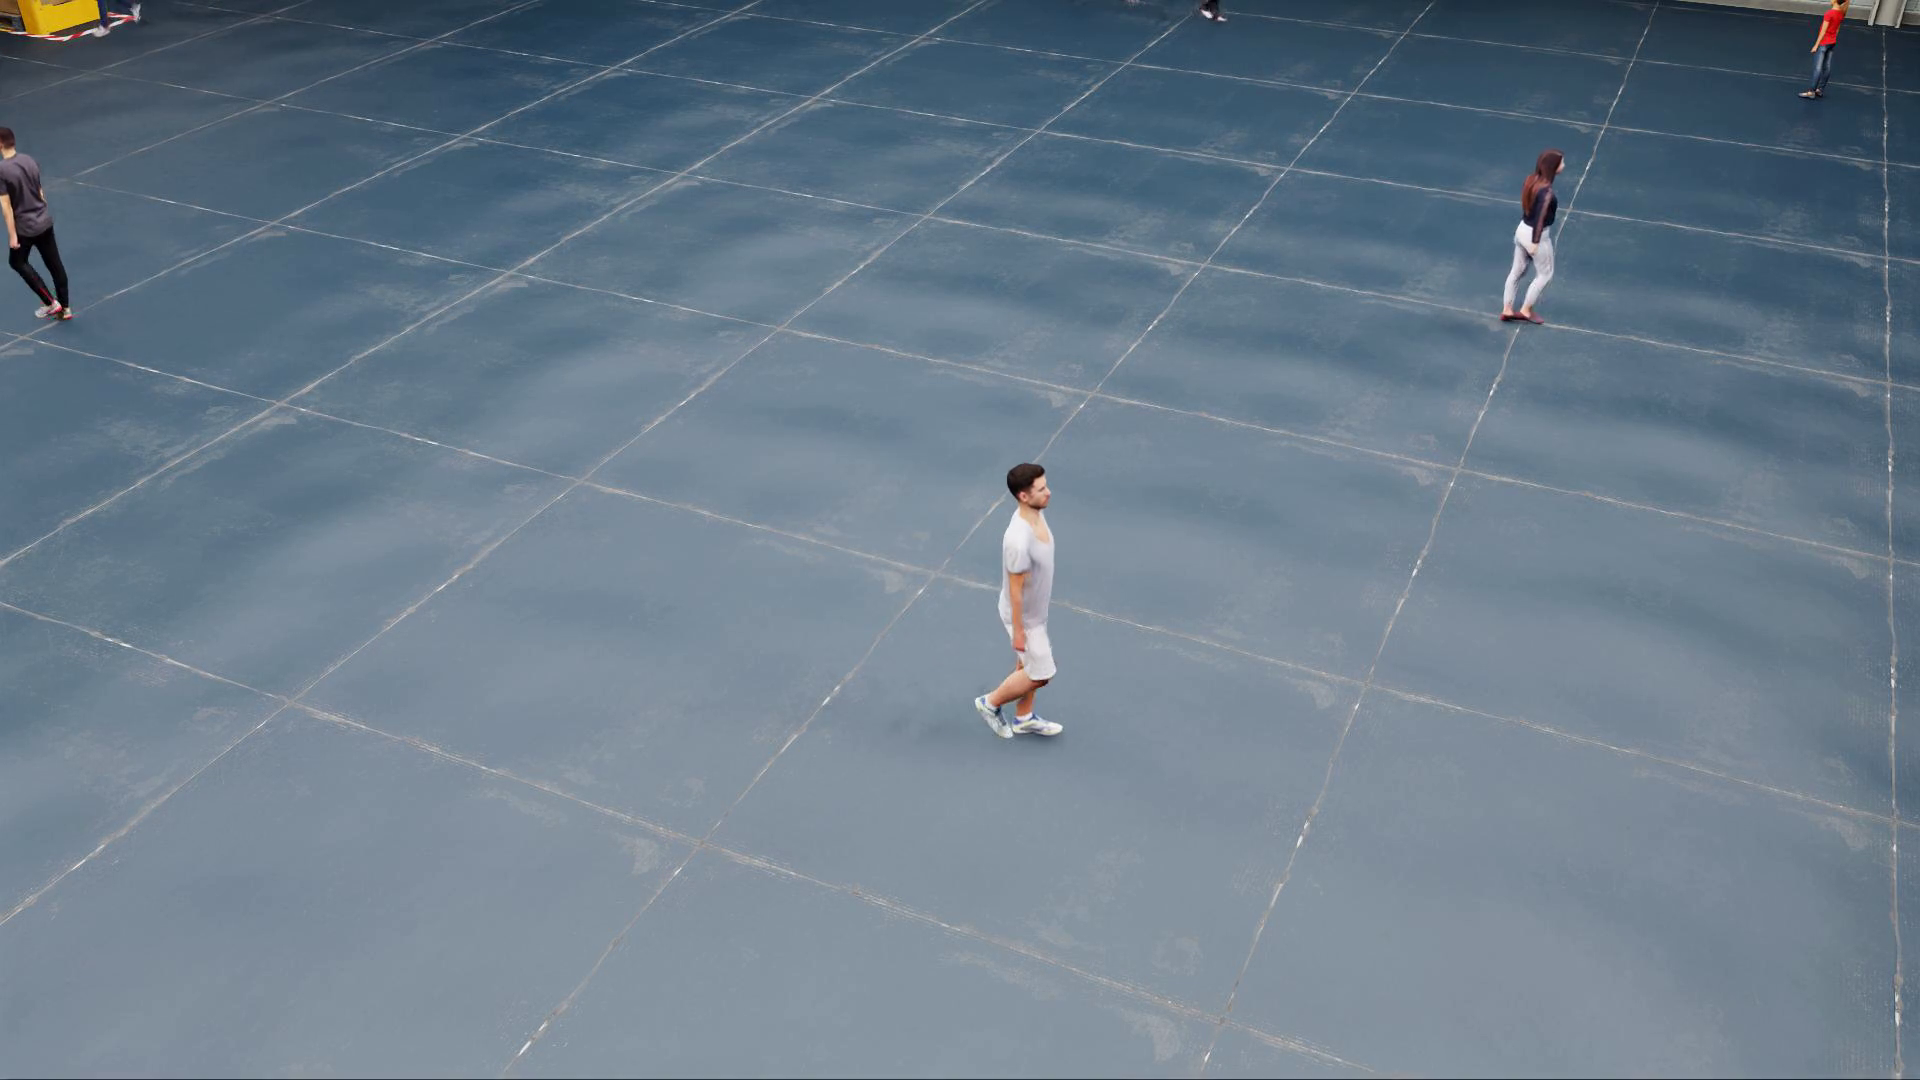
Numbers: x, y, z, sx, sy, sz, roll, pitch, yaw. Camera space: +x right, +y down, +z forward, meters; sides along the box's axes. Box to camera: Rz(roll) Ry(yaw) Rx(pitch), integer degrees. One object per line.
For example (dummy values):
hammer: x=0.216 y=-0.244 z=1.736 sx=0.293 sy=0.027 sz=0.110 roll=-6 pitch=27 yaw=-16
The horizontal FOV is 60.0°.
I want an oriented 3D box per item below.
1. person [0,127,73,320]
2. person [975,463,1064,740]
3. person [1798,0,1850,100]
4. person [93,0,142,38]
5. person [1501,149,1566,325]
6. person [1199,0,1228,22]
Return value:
person: x=-8.087 y=-2.744 z=14.593 sx=0.622 sy=1.756 sz=0.686 roll=10 pitch=34 yaw=16
person: x=0.295 y=0.378 z=9.557 sx=0.830 sy=1.849 sz=0.778 roll=7 pitch=33 yaw=12
person: x=10.553 y=-6.042 z=20.239 sx=0.580 sy=1.310 sz=0.628 roll=-16 pitch=36 yaw=-24
person: x=-11.673 y=-7.810 z=22.658 sx=1.022 sy=1.720 sz=0.690 roll=16 pitch=36 yaw=24
person: x=4.964 y=-2.642 z=14.581 sx=0.724 sy=1.596 sz=0.704 roll=-3 pitch=32 yaw=-5
person: x=3.520 y=-8.105 z=22.996 sx=0.673 sy=1.858 sz=0.678 roll=16 pitch=36 yaw=24
